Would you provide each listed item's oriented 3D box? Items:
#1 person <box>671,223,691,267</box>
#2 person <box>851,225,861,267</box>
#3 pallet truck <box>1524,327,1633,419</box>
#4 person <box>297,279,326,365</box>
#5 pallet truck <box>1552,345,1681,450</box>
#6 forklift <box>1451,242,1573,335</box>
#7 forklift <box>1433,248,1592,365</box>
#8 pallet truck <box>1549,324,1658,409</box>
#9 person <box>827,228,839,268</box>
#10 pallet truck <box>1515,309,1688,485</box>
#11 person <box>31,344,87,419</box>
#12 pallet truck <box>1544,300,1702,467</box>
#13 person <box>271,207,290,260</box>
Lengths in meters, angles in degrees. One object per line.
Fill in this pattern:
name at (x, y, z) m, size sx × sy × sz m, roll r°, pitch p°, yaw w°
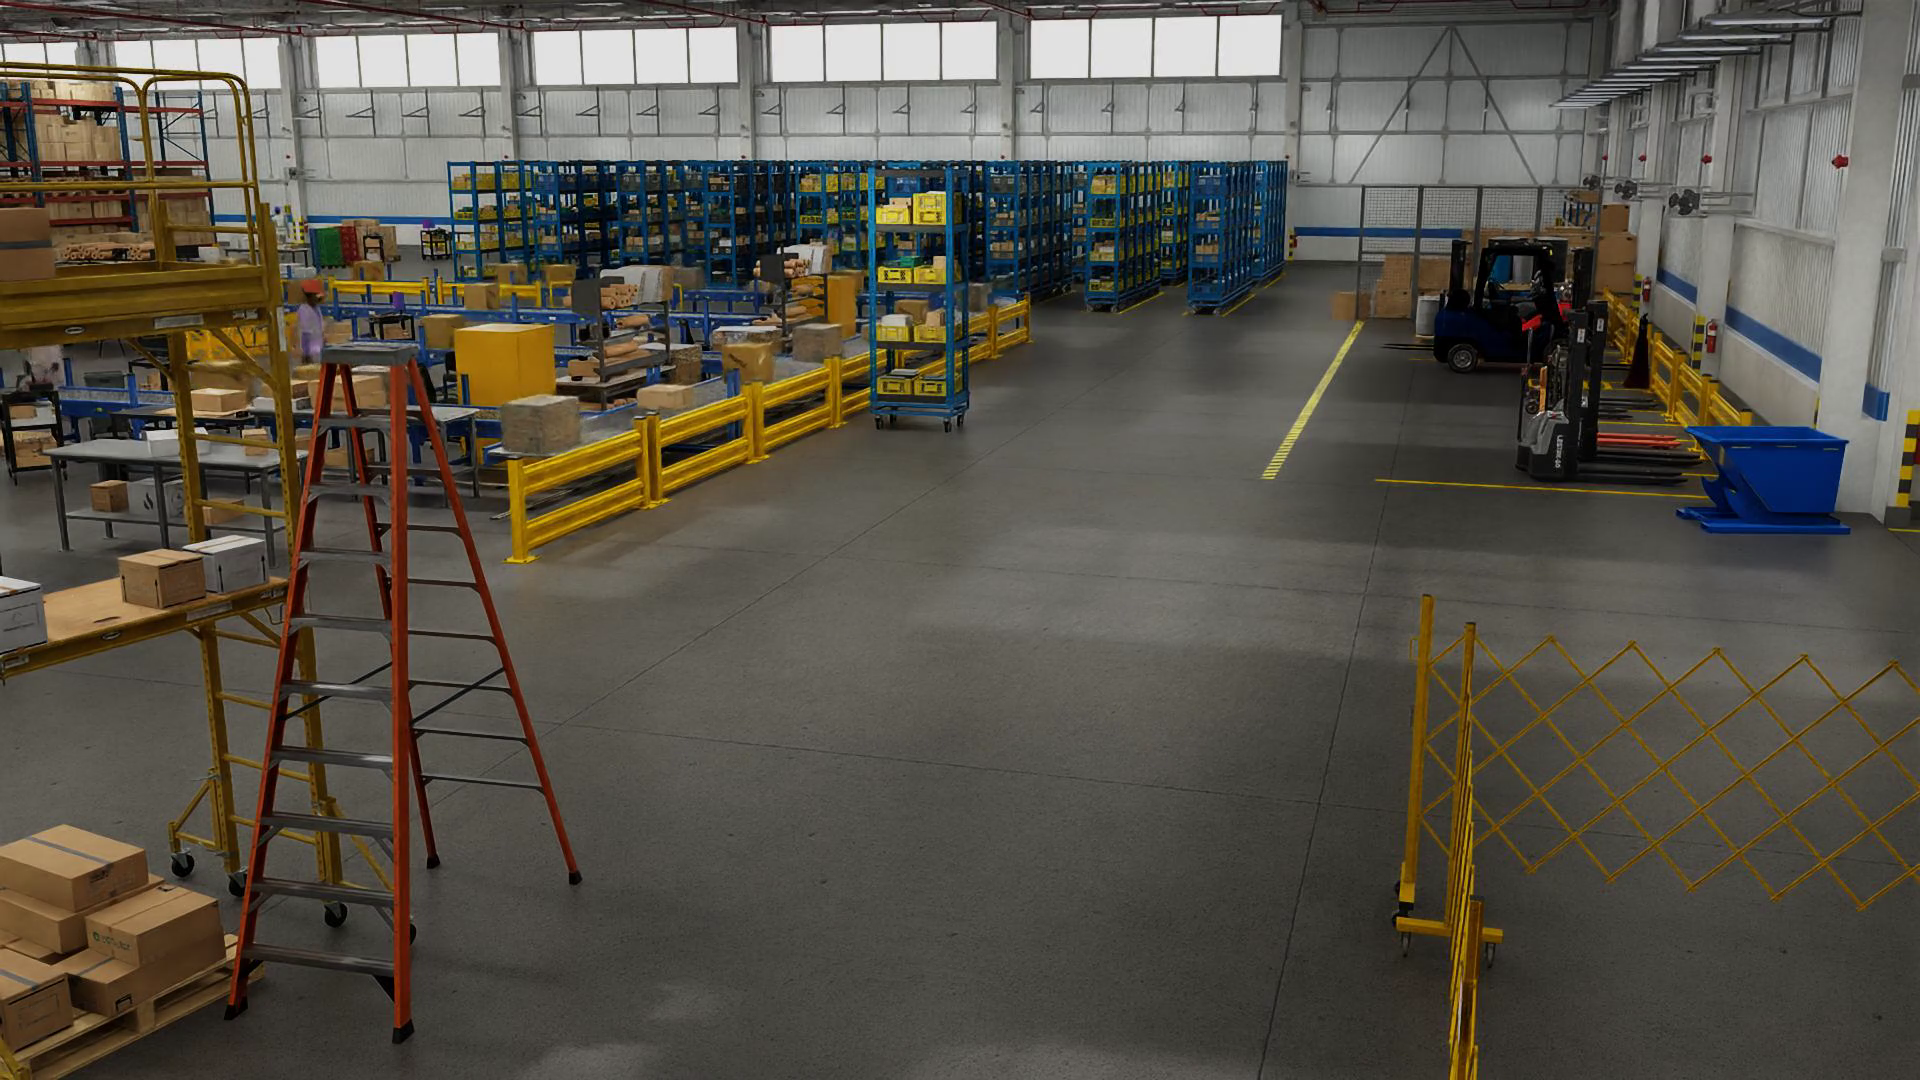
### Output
person at (-8.444, -8.830, 50.450) m, size 0.941 × 1.947 × 0.631 m, roll 2°, pitch 13°, yaw 8°
person at (-3.212, -8.742, 50.371) m, size 0.747 × 1.802 × 0.612 m, roll 5°, pitch 14°, yaw 20°
pallet truck at (9.065, -2.460, 24.370) m, size 1.522 × 1.261 × 0.704 m, roll 3°, pitch 13°, yaw 14°
person at (-9.305, -2.742, 23.971) m, size 0.485 × 2.027 × 0.620 m, roll 0°, pitch 13°, yaw 1°
pallet truck at (8.641, -1.896, 21.908) m, size 1.630 × 1.274 × 0.653 m, roll 4°, pitch 14°, yaw 16°
forklift at (10.464, -4.597, 31.405) m, size 2.680 × 1.987 × 1.157 m, roll 4°, pitch 14°, yaw 16°
forklift at (9.780, -4.111, 29.280) m, size 2.680 × 1.987 × 1.157 m, roll 3°, pitch 13°, yaw 14°
pallet truck at (9.824, -2.669, 25.407) m, size 1.601 × 1.201 × 0.680 m, roll 4°, pitch 14°, yaw 16°
person at (-3.995, -8.821, 50.756) m, size 1.002 × 1.782 × 0.572 m, roll 5°, pitch 14°, yaw 20°
pallet truck at (7.554, -1.677, 19.446) m, size 1.885 × 1.965 × 0.823 m, roll 3°, pitch 13°, yaw 14°
person at (-12.968, -2.620, 23.820) m, size 0.655 × 1.858 × 0.954 m, roll 6°, pitch 14°, yaw 23°
pallet truck at (8.263, -1.952, 20.631) m, size 1.885 × 1.965 × 0.823 m, roll 5°, pitch 14°, yaw 20°
person at (-24.994, -11.258, 61.022) m, size 0.644 × 1.901 × 0.955 m, roll -9°, pitch 16°, yaw -34°
